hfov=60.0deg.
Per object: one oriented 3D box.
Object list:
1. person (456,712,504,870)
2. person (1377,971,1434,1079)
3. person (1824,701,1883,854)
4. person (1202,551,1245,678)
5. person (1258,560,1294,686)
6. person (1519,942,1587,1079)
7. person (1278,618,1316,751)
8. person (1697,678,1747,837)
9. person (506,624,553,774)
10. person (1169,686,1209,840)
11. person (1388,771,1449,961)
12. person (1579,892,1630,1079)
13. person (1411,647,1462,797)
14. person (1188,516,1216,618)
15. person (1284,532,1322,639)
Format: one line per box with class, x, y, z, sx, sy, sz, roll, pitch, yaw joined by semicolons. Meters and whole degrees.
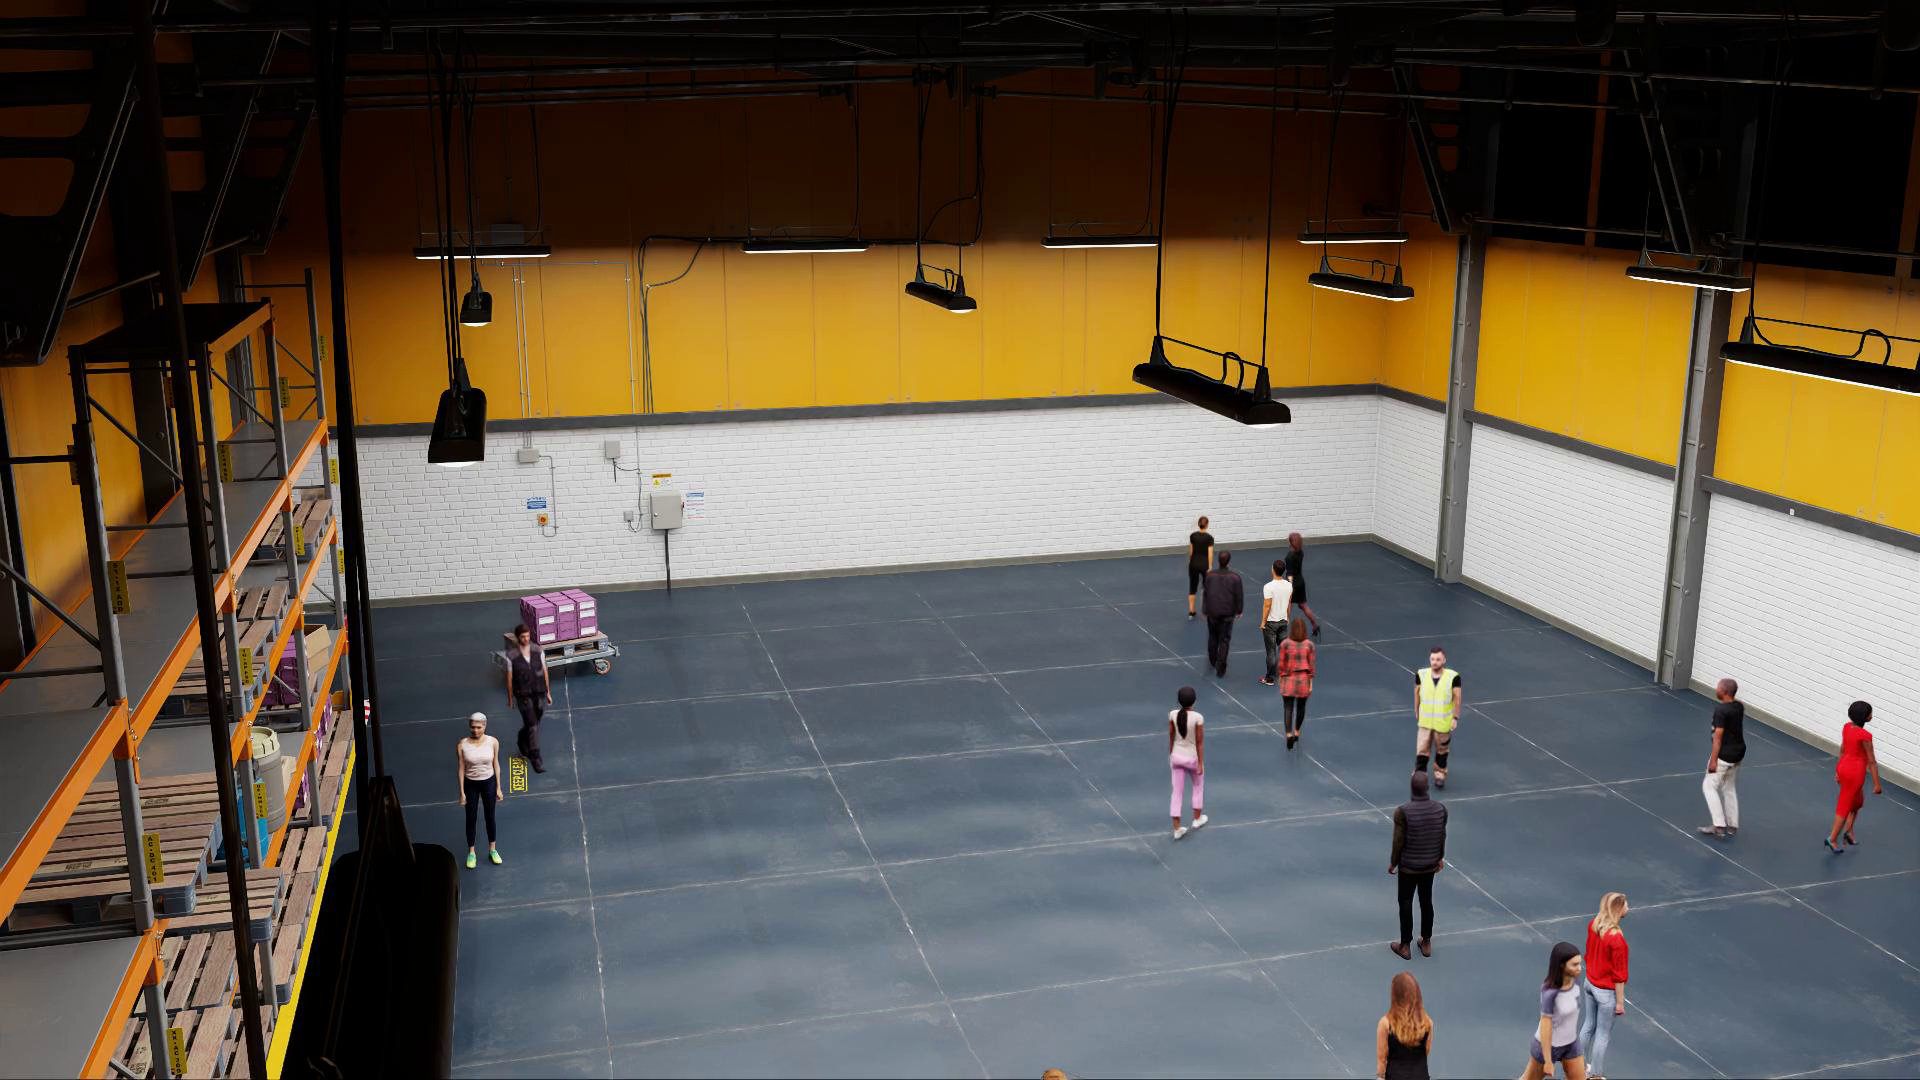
person;-5.130;2.639;17.758;0.627;1.706;0.572;-6;15;-23
person;3.266;4.016;12.117;0.788;1.684;1.158;0;14;1
person;9.551;2.576;17.964;0.730;1.731;0.703;0;14;-2
person;3.753;1.083;23.959;1.011;1.811;1.115;4;14;15
person;4.502;1.159;23.660;0.684;1.804;0.618;-8;16;-28
person;4.483;3.872;12.734;0.880;1.674;1.234;-9;16;-34
person;4.261;1.851;21.081;0.926;1.675;1.151;2;14;10
person;8.525;2.424;18.472;0.771;1.788;0.779;-11;18;-39
person;-5.348;1.911;20.540;0.965;1.812;1.261;-11;17;-38
person;2.460;2.480;18.381;0.911;1.723;0.968;8;16;30
person;4.324;3.062;15.739;0.706;1.835;0.554;-3;14;-12
person;5.239;3.658;13.553;0.684;1.704;0.435;-3;14;-12
person;5.646;2.139;19.659;1.134;1.783;1.280;5;15;21
person;3.854;0.462;26.925;1.026;1.623;1.122;7;15;26
person;5.250;0.735;25.711;0.946;1.664;1.156;-13;19;-43
